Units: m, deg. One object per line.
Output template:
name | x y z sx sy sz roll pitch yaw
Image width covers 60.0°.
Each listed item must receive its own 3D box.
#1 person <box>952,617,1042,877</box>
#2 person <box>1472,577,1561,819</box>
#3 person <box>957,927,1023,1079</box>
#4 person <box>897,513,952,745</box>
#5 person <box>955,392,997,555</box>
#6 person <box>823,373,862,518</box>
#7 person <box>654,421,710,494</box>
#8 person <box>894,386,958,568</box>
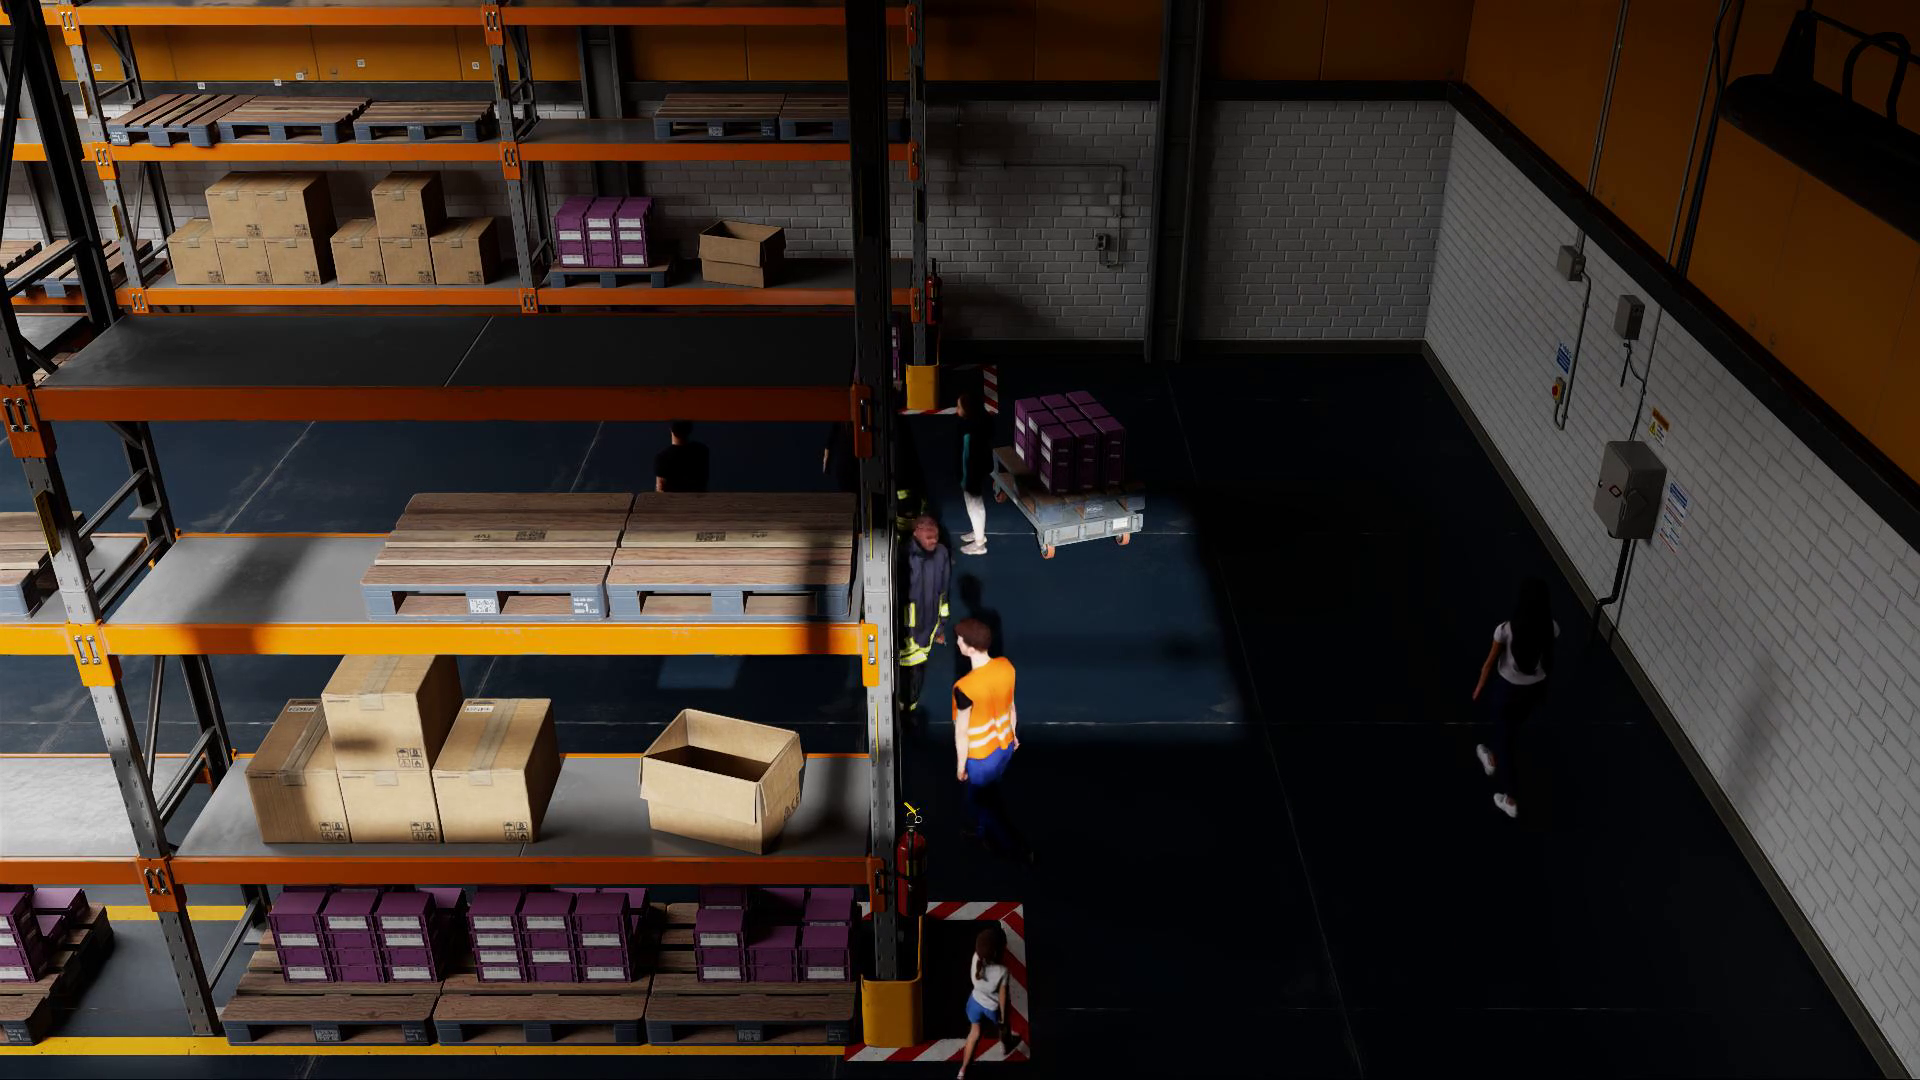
person | 0.225 1.364 10.573 1.083 1.855 1.149 -23 36 -35
person | 3.776 1.086 11.194 0.959 1.749 0.791 -5 29 -9
person | 0.127 2.575 9.242 0.708 1.004 0.712 18 34 30
person | -0.410 0.560 12.111 0.936 1.795 1.004 -18 33 -29
person | 0.120 -0.599 14.548 0.583 1.495 0.578 3 29 5
person | -0.890 -0.590 14.358 1.047 1.661 0.845 -5 29 -10
person | -2.154 -0.139 13.359 0.974 1.826 0.985 -16 33 -27
person | -0.395 -0.415 13.860 0.947 1.831 0.742 1 29 1
